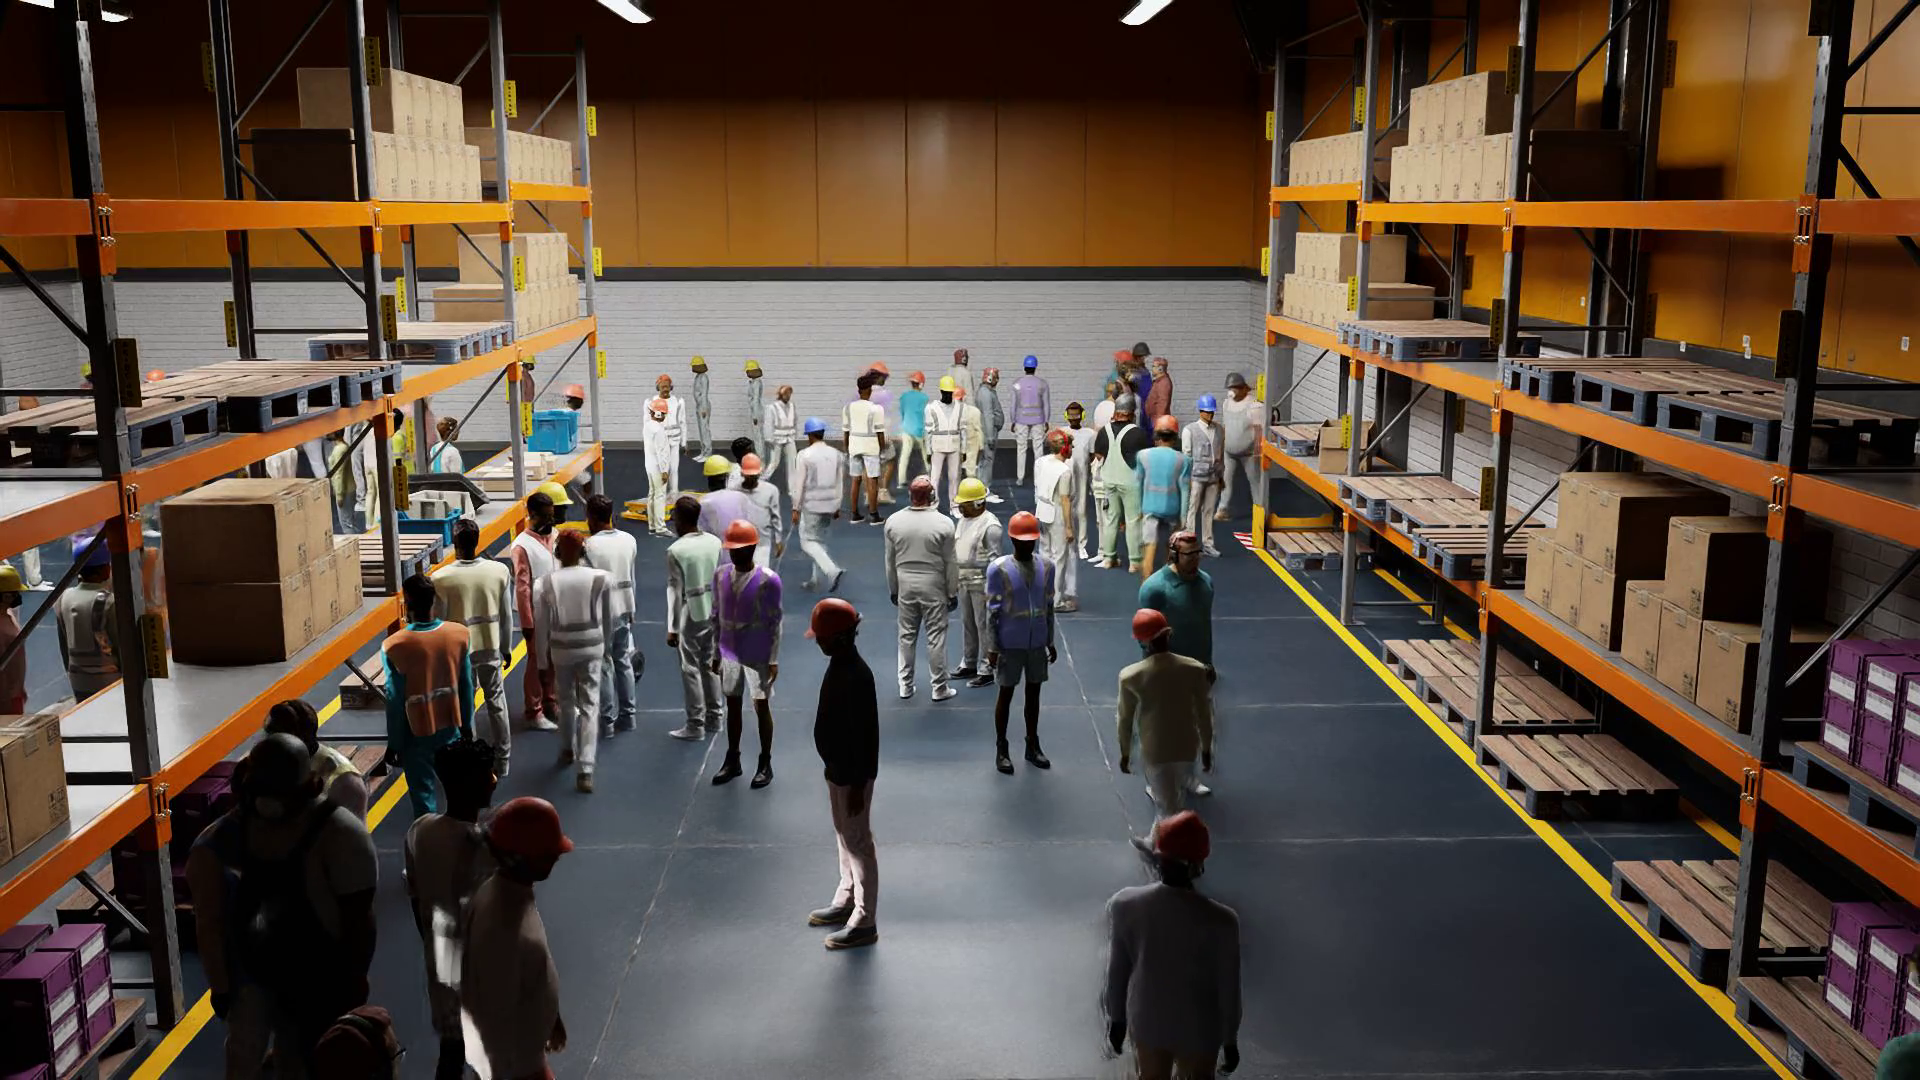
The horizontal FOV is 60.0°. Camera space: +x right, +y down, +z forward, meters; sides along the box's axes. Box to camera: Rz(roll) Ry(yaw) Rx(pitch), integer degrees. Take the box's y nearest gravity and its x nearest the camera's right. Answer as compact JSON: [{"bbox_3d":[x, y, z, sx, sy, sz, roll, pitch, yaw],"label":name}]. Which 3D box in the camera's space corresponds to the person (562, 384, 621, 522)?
[{"bbox_3d":[-4.877,-1.053,21.310,0.996,1.878,0.564,-7,13,-33],"label":"person"}]

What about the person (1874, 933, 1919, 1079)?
[{"bbox_3d":[3.068,2.106,5.426,0.651,1.898,0.948,-5,12,-22],"label":"person"}]

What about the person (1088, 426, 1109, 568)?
[{"bbox_3d":[1.668,-0.501,19.157,0.308,1.640,0.511,-2,11,-8],"label":"person"}]

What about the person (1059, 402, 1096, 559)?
[{"bbox_3d":[1.345,-0.700,19.573,0.531,1.870,0.318,1,11,6],"label":"person"}]

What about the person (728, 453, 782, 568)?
[{"bbox_3d":[-2.057,0.012,16.333,0.602,1.732,0.465,-1,11,-3],"label":"person"}]

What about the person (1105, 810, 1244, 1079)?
[{"bbox_3d":[0.846,1.939,6.673,0.568,1.735,0.555,7,13,31],"label":"person"}]

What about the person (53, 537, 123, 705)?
[{"bbox_3d":[-5.736,0.942,11.142,0.602,1.948,0.385,4,12,20],"label":"person"}]

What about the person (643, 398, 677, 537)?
[{"bbox_3d":[-3.783,-0.910,20.936,0.333,1.744,0.559,-6,13,-28],"label":"person"}]

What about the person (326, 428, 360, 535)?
[{"bbox_3d":[-7.106,-0.549,19.105,0.339,1.761,0.524,-2,12,-12],"label":"person"}]

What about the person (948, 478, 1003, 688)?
[{"bbox_3d":[0.121,0.362,14.368,0.403,1.822,0.588,-6,13,-30],"label":"person"}]

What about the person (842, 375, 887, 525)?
[{"bbox_3d":[-1.241,-1.170,21.721,0.606,1.958,0.373,6,13,26],"label":"person"}]

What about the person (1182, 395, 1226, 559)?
[{"bbox_3d":[2.875,-0.746,19.604,0.608,1.948,0.389,-6,13,-28],"label":"person"}]

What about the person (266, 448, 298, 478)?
[{"bbox_3d":[-7.342,-0.366,17.959,0.374,1.843,0.568,5,12,22],"label":"person"}]

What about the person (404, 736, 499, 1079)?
[{"bbox_3d":[-2.035,1.769,6.948,0.614,1.964,0.361,9,14,38],"label":"person"}]

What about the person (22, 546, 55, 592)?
[{"bbox_3d":[-10.025,-0.261,17.954,0.310,1.639,0.514,-7,13,-30],"label":"person"}]

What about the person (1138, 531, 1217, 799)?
[{"bbox_3d":[1.540,0.876,11.576,0.636,1.911,0.405,-8,14,-35],"label":"person"}]

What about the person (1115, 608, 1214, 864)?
[{"bbox_3d":[1.233,1.257,10.167,0.581,1.699,0.835,-4,12,-21],"label":"person"}]

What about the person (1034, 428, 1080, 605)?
[{"bbox_3d":[1.011,-0.262,17.517,0.577,1.807,1.024,-4,12,-20],"label":"person"}]

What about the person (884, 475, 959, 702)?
[{"bbox_3d":[-0.300,0.404,13.932,0.644,1.913,0.408,4,12,19],"label":"person"}]

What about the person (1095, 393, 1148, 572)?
[{"bbox_3d":[1.902,-0.661,18.947,0.684,2.000,0.538,9,14,38],"label":"person"}]

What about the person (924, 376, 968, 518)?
[{"bbox_3d":[-0.178,-1.224,22.092,0.585,1.918,0.409,-3,12,-15],"label":"person"}]

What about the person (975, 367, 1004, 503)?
[{"bbox_3d":[0.419,-1.482,23.418,0.409,1.904,0.639,-1,11,-7],"label":"person"}]

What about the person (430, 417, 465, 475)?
[{"bbox_3d":[-5.595,-0.433,18.292,0.504,1.847,0.344,10,15,40],"label":"person"}]

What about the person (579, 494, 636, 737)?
[{"bbox_3d":[-2.744,0.591,13.009,0.405,1.909,0.597,6,13,29],"label":"person"}]

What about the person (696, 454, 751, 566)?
[{"bbox_3d":[-2.136,0.163,15.196,0.870,1.893,0.583,11,16,43],"label":"person"}]

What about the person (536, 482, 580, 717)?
[{"bbox_3d":[-3.295,0.482,13.501,0.368,1.927,0.589,-6,13,-28],"label":"person"}]

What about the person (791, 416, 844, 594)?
[{"bbox_3d":[-1.459,-0.342,17.674,0.656,1.908,0.714,-10,15,-41],"label":"person"}]

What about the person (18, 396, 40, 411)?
[{"bbox_3d":[-12.610,-1.192,22.626,0.273,1.636,0.507,-1,11,-6],"label":"person"}]

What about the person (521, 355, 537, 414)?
[{"bbox_3d":[-7.097,-2.192,27.352,0.343,1.757,0.532,0,11,0],"label":"person"}]

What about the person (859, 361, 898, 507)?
[{"bbox_3d":[-1.121,-1.461,23.038,0.611,2.007,0.584,10,15,40],"label":"person"}]

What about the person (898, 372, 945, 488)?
[{"bbox_3d":[-0.622,-1.644,24.717,0.585,1.696,0.921,8,14,34],"label":"person"}]

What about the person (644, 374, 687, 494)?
[{"bbox_3d":[-3.999,-1.312,22.602,0.584,1.883,0.337,-5,12,-24],"label":"person"}]

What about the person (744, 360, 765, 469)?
[{"bbox_3d":[-3.260,-1.988,26.379,0.321,1.737,0.483,-1,11,-6],"label":"person"}]
